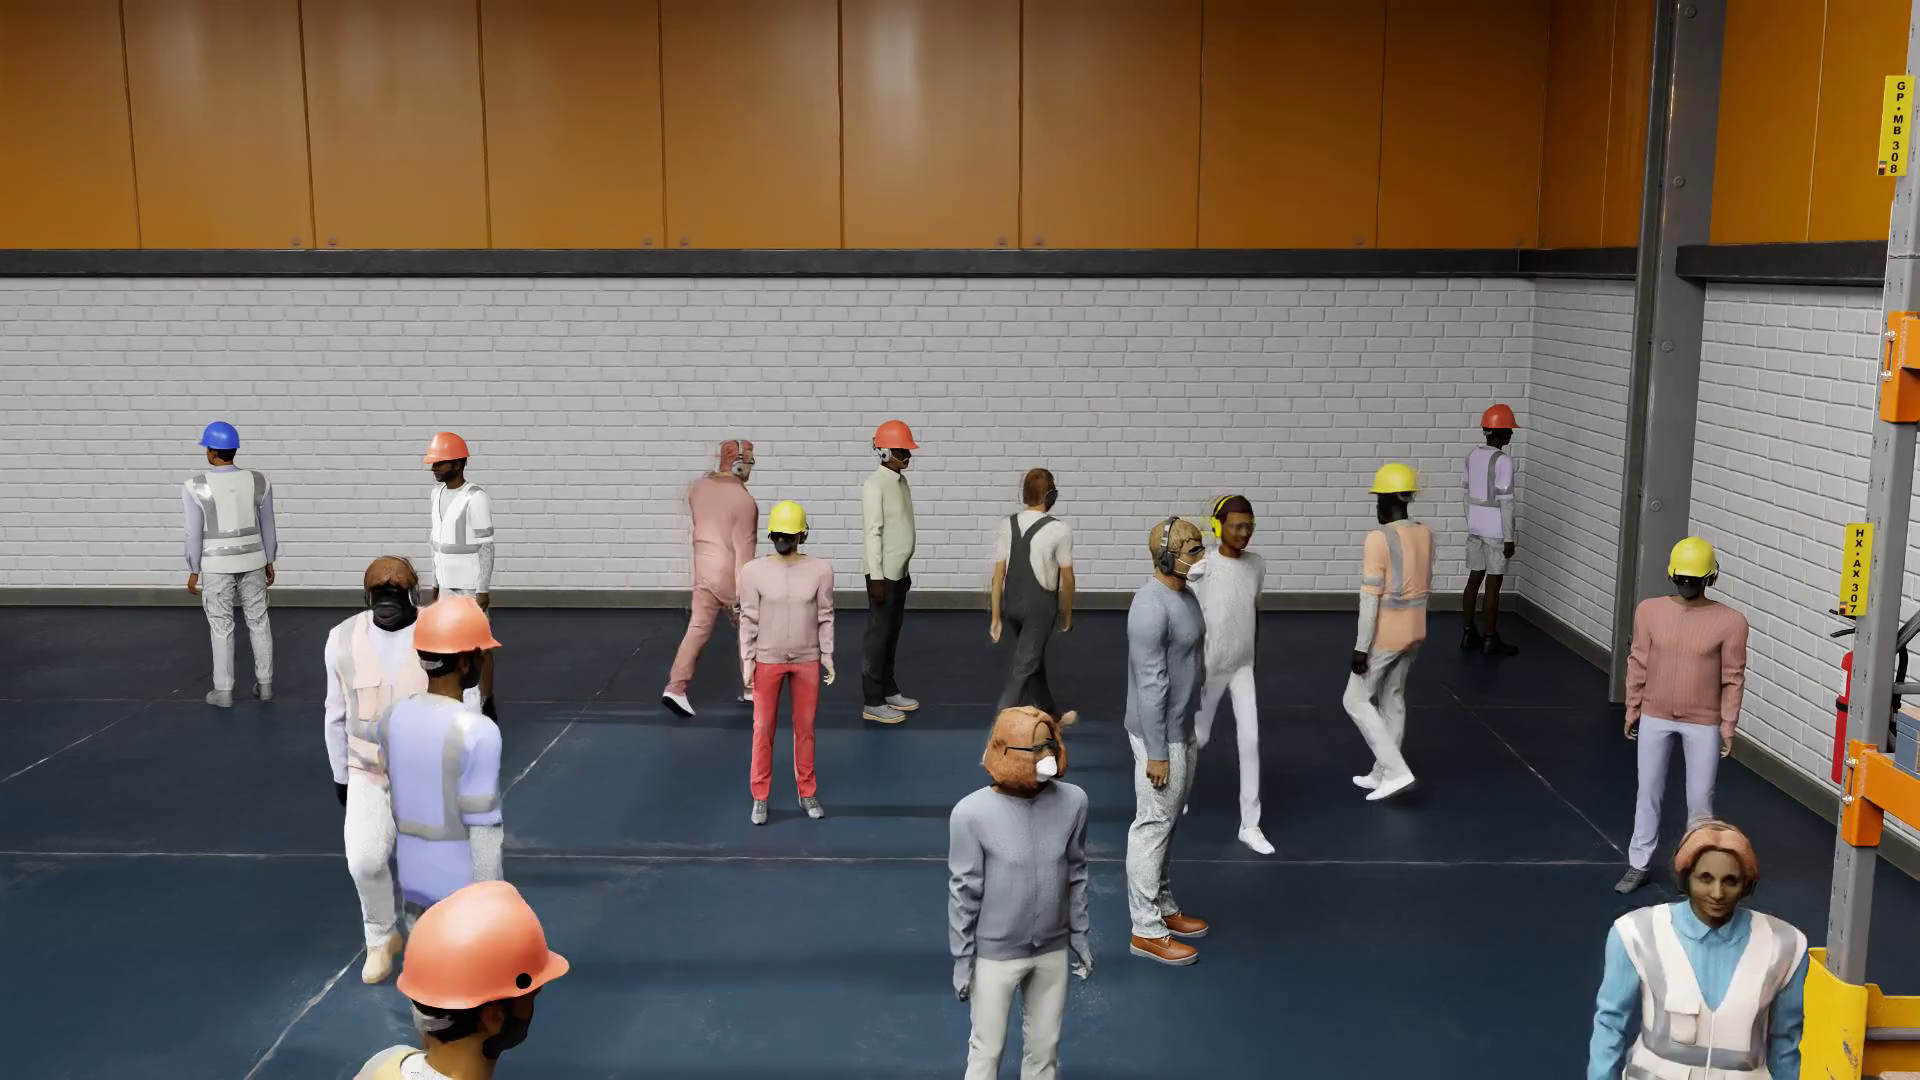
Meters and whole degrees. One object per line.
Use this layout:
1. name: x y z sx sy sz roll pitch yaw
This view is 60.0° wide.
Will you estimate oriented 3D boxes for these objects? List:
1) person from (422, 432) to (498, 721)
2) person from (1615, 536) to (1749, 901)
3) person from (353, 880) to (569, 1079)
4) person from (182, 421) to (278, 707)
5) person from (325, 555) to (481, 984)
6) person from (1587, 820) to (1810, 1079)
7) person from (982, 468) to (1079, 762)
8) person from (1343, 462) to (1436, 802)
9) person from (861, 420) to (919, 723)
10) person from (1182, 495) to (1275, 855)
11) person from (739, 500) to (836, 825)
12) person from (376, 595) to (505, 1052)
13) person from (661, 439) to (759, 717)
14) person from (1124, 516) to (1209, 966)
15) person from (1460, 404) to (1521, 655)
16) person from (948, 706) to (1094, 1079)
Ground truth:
1. person: -3.271 0.261 10.819 0.552 1.935 0.373 7 12 36
2. person: 3.394 0.848 7.837 0.522 1.762 0.320 7 12 36
3. person: -0.809 1.553 3.160 0.882 1.905 0.578 -8 13 -41
4. person: -4.971 0.163 11.362 0.608 1.951 0.378 -9 13 -43
5. person: -2.310 0.960 6.943 0.651 1.833 0.447 -1 10 -9
6. person: 1.950 1.496 4.454 0.533 1.591 0.871 3 10 16
7. person: 0.440 0.458 10.144 0.488 1.785 1.057 8 12 40
8. person: 2.390 0.524 9.298 0.649 1.914 0.471 -9 13 -42
9. person: -0.453 0.197 11.026 0.397 1.992 0.621 3 10 16
10. person: 1.362 0.654 8.792 0.528 1.841 0.921 -4 10 -22
11. person: -0.924 0.655 8.982 0.526 1.765 0.329 -3 10 -16
12. person: -1.694 1.135 5.633 0.546 1.925 0.396 5 11 28
13. person: -1.613 0.246 11.149 0.635 1.863 0.962 7 12 37
14. person: 0.910 0.855 7.261 0.372 1.940 0.630 3 10 18
15. person: 4.112 -0.080 12.858 0.360 1.939 0.543 -3 10 -19
16. person: 0.199 1.326 5.338 0.507 1.636 0.275 -5 11 -26
